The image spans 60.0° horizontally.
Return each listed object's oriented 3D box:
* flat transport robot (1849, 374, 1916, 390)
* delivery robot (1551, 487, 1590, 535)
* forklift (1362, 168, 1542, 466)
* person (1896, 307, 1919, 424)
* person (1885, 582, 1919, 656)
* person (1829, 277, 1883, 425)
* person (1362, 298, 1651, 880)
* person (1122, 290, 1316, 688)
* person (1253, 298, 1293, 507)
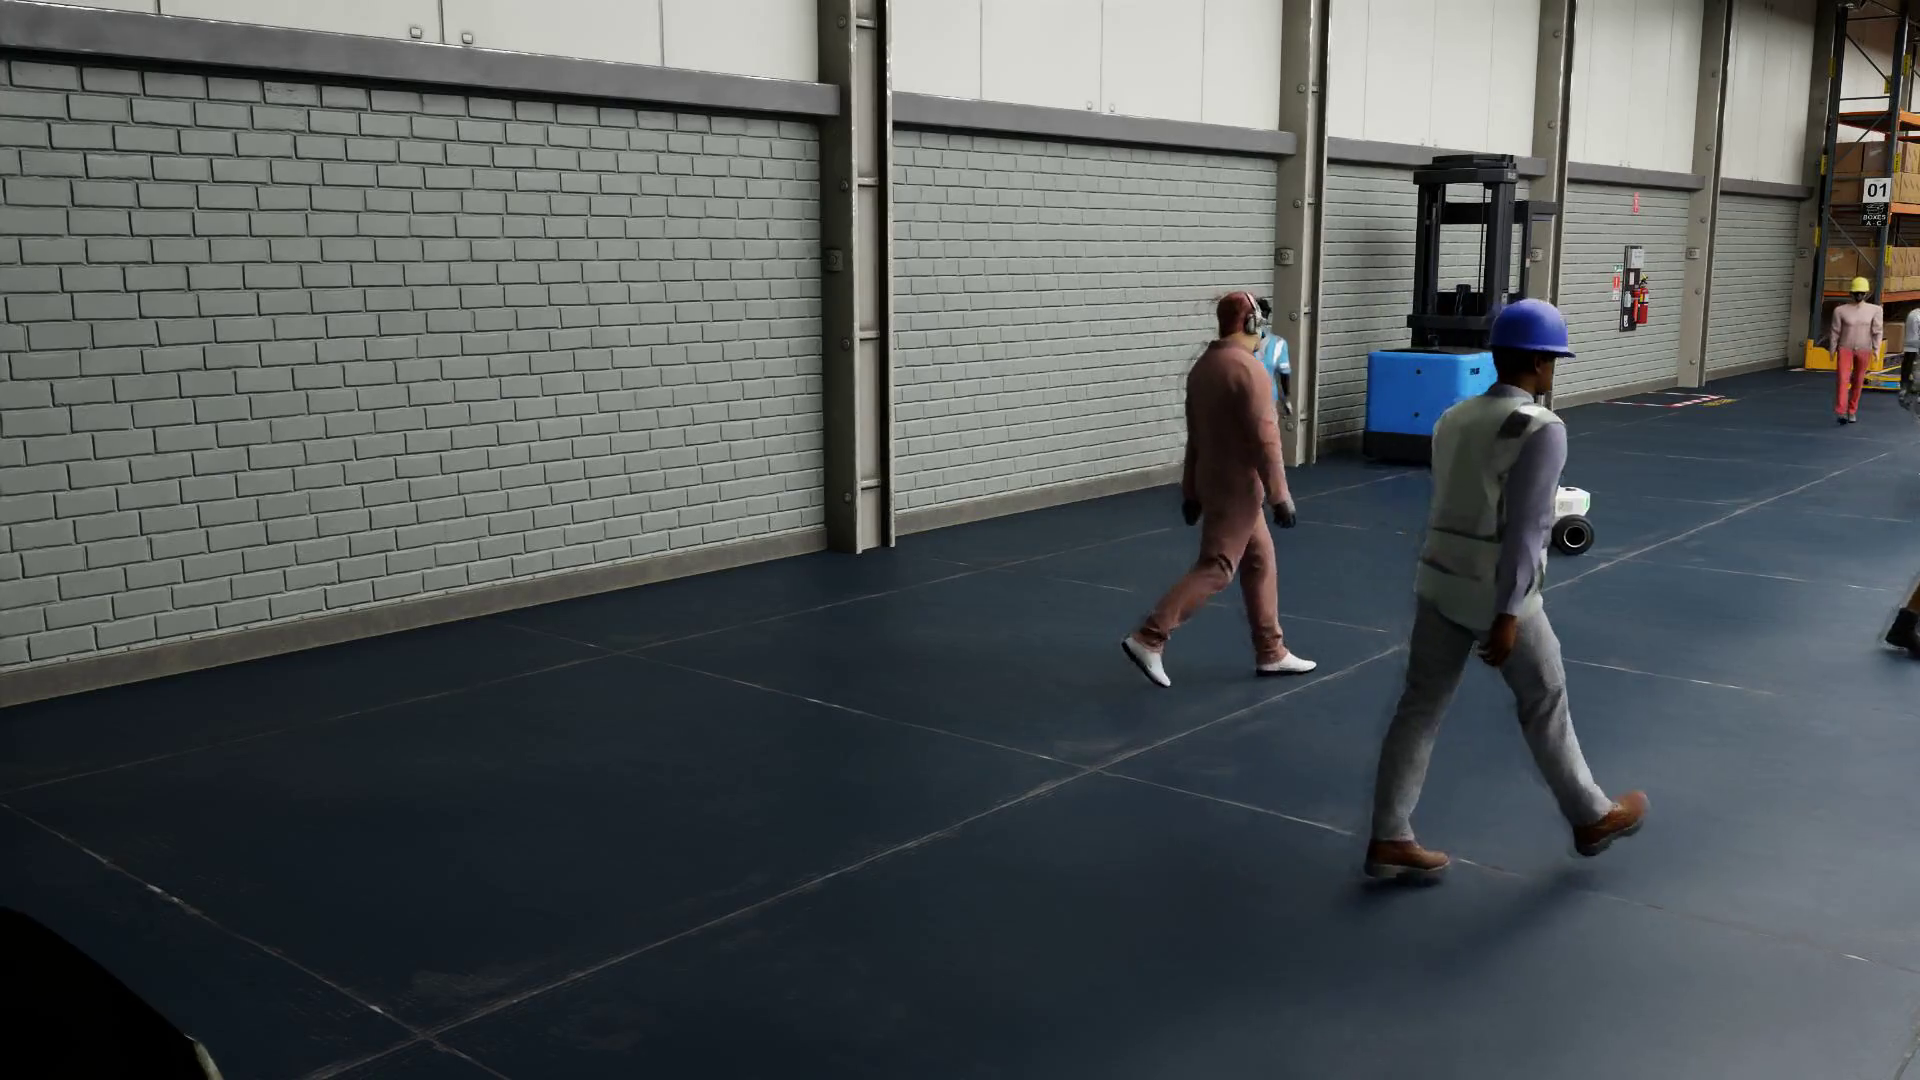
[{"bbox_3d":[13.633,-2.266,24.016,1.431,0.197,0.652,8,13,40],"label":"flat transport robot"},{"bbox_3d":[3.928,-0.244,11.432,0.707,0.478,0.477,1,10,4],"label":"delivery robot"},{"bbox_3d":[4.875,-2.212,16.287,1.129,2.768,1.873,8,13,40],"label":"forklift"},{"bbox_3d":[7.982,-1.283,13.540,0.638,1.941,0.429,1,10,8],"label":"person"},{"bbox_3d":[5.159,-0.301,8.193,0.981,1.860,0.609,6,12,30],"label":"person"},{"bbox_3d":[10.468,-2.206,19.453,0.524,1.710,0.919,4,11,22],"label":"person"},{"bbox_3d":[1.782,0.168,5.437,1.078,1.877,0.635,-4,11,-21],"label":"person"},{"bbox_3d":[1.234,-0.246,7.865,0.944,1.863,0.648,-1,10,-7],"label":"person"},{"bbox_3d":[2.337,-1.059,13.050,0.547,1.649,0.837,-2,10,-11],"label":"person"}]
